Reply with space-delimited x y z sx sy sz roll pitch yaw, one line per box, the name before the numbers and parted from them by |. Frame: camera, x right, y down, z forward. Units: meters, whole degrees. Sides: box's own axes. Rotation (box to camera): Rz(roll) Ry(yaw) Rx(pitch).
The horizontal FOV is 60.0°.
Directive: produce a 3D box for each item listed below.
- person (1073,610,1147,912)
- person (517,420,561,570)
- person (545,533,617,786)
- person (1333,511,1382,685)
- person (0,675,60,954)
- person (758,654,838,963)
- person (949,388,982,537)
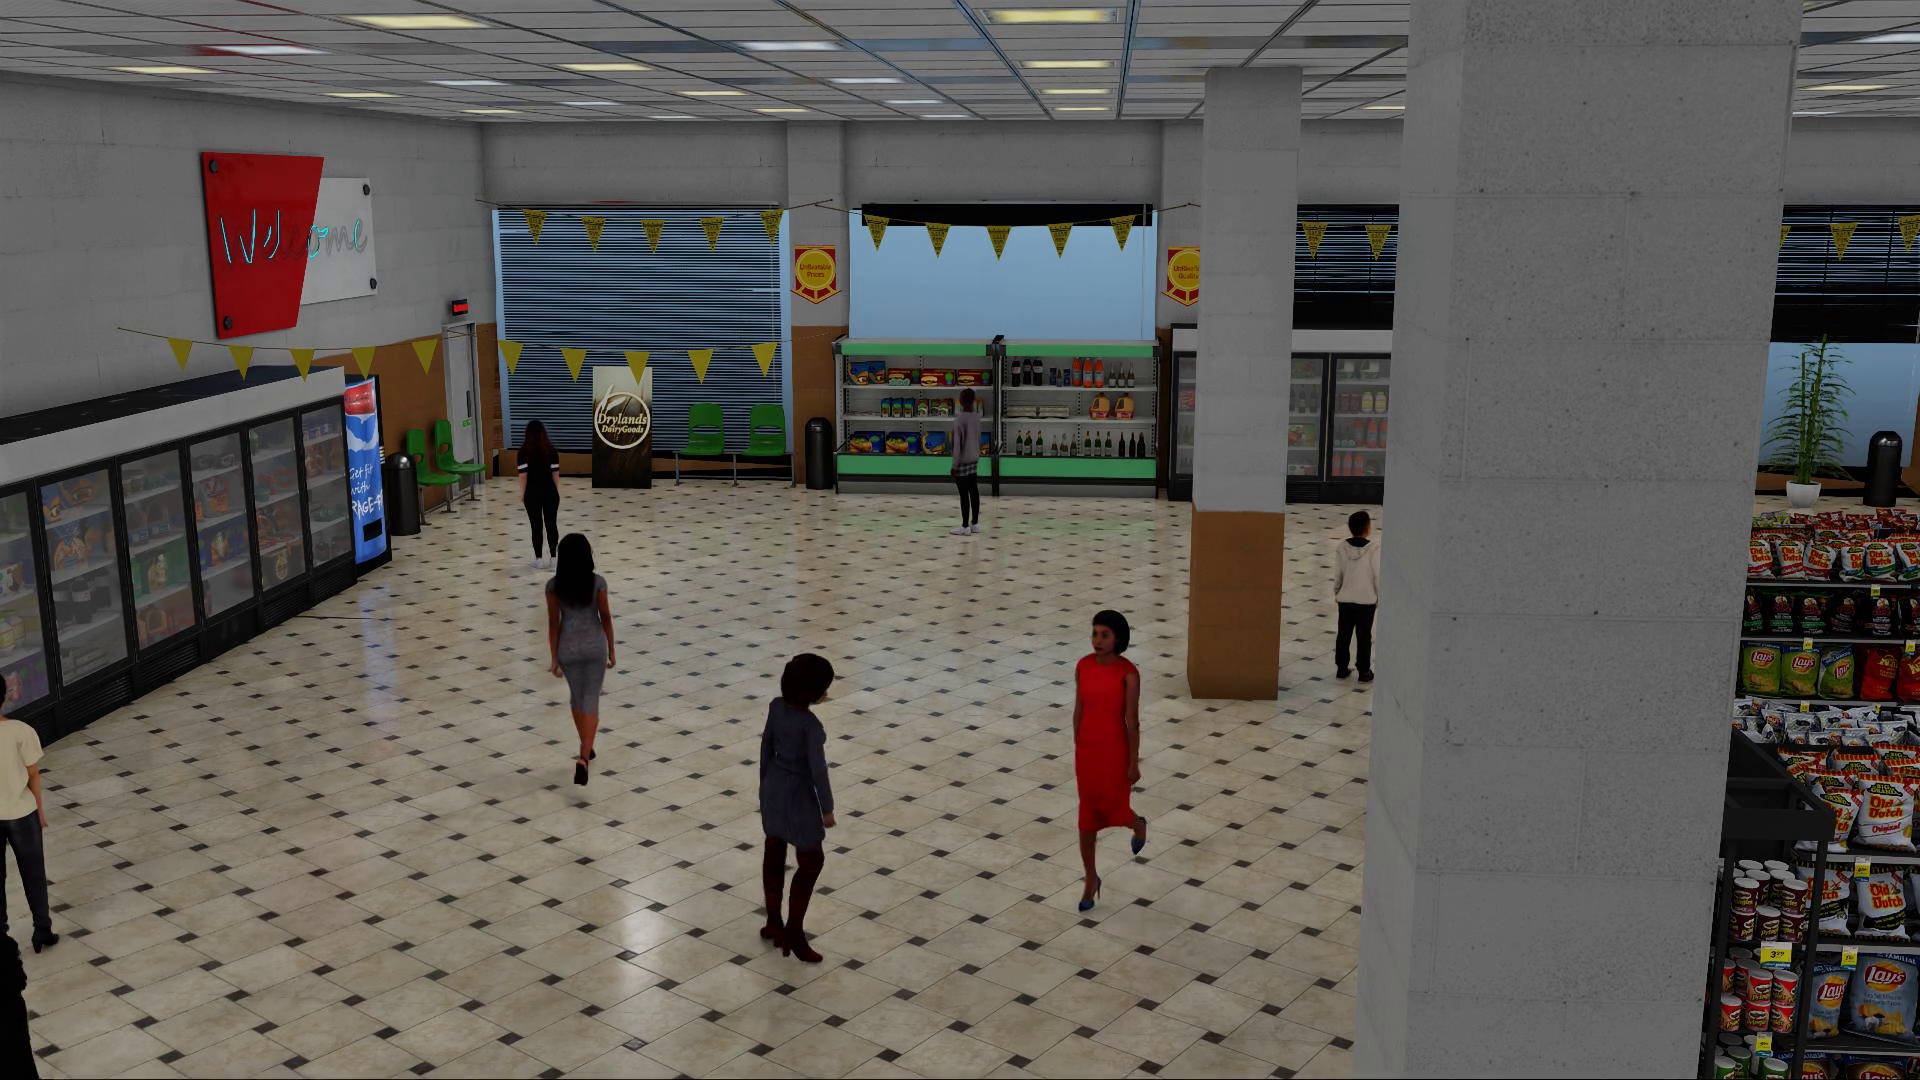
person | 0.884 1.252 9.655 1.010 1.723 0.911 7 14 30
person | -4.595 -0.506 18.210 0.666 1.638 0.763 -5 13 -22
person | -2.611 0.856 11.485 1.084 1.743 0.780 -1 12 -4
person | 3.334 0.477 13.984 0.618 1.455 0.719 9 15 37
person | -5.136 1.472 8.939 0.556 1.588 0.714 -4 13 -18
person | -0.964 1.411 8.980 0.723 1.690 0.822 7 14 29
person | 0.088 -0.946 19.975 0.708 1.771 0.698 9 15 36
